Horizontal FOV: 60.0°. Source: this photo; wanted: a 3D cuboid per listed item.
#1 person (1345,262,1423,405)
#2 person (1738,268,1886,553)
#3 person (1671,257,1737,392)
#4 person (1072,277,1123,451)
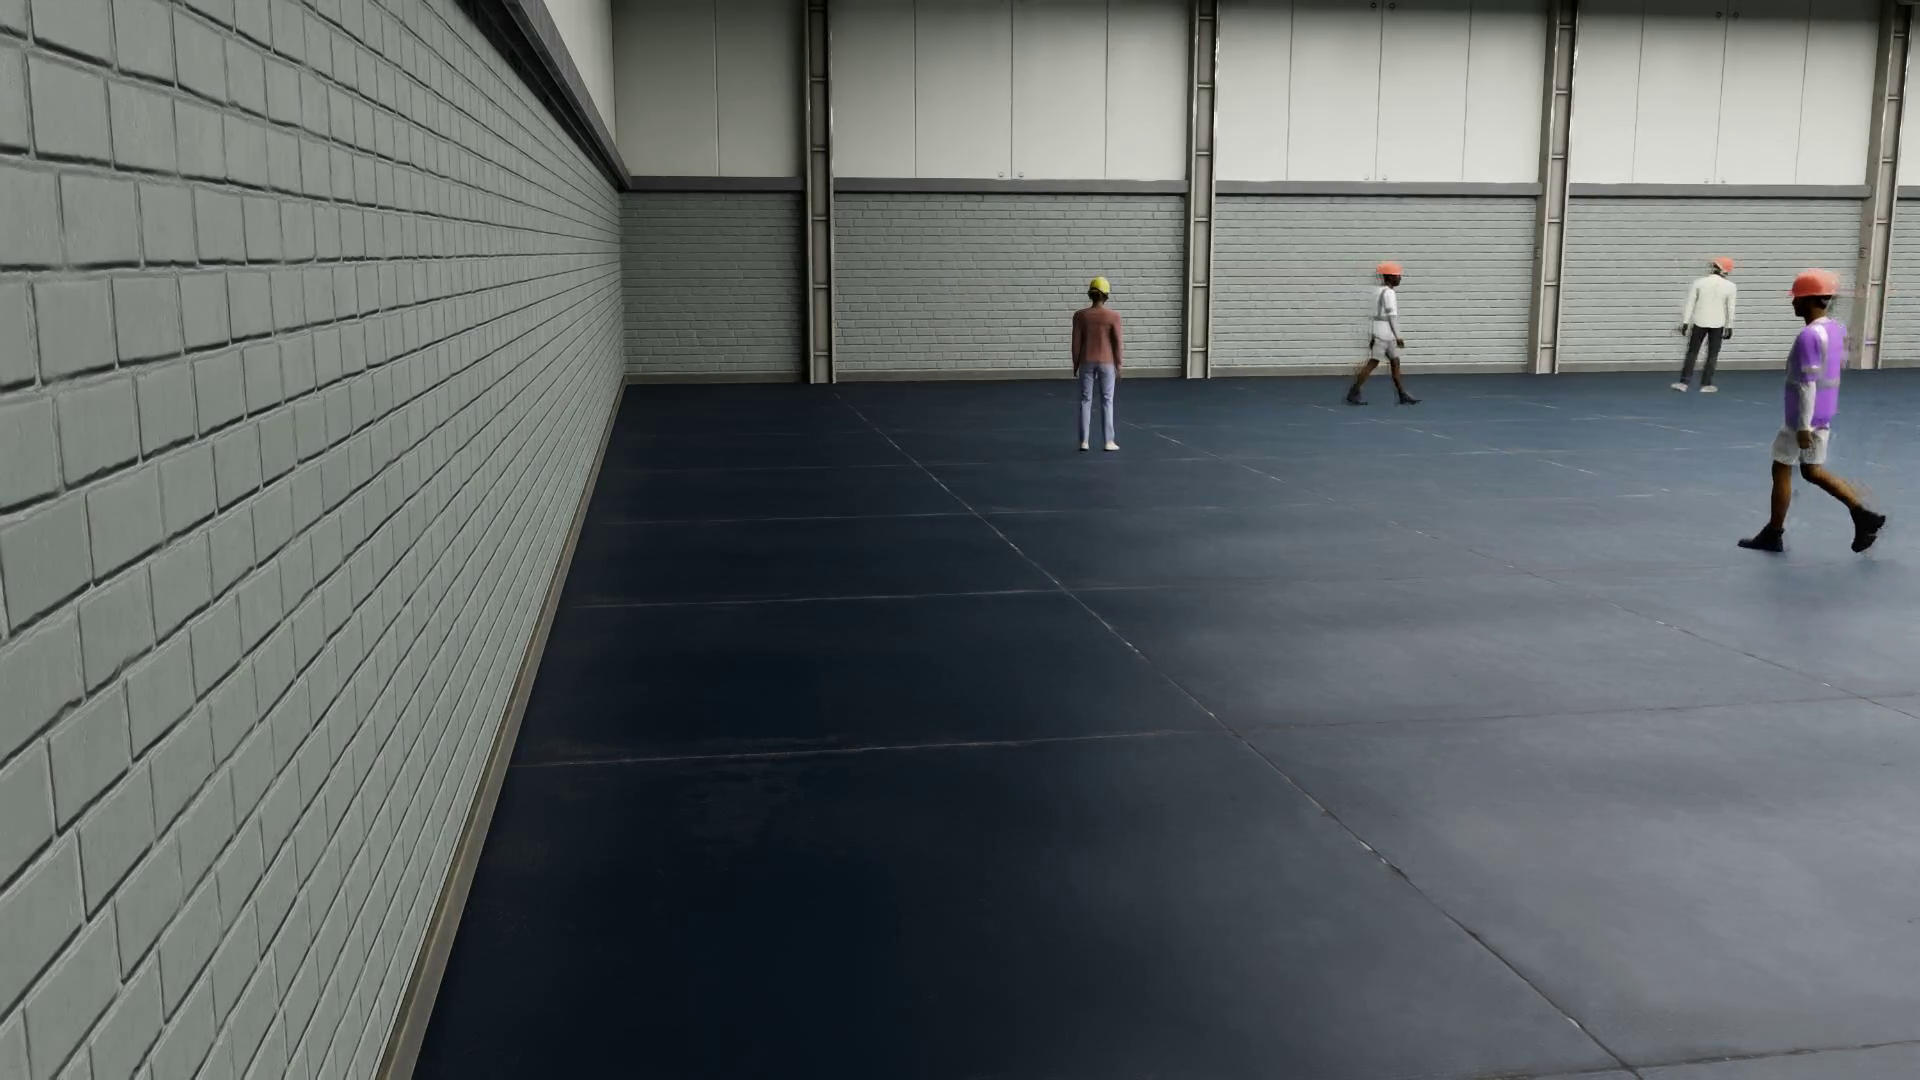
[{"bbox_3d":[5.576,-2.704,21.881,1.012,1.892,0.545,1,10,7],"label":"person"},{"bbox_3d":[5.689,-0.835,11.022,0.553,1.919,0.804,-9,13,-42],"label":"person"},{"bbox_3d":[10.762,-3.098,23.964,0.734,1.944,0.503,6,12,32],"label":"person"},{"bbox_3d":[1.400,-1.780,16.882,0.533,1.767,0.326,3,10,18],"label":"person"}]
